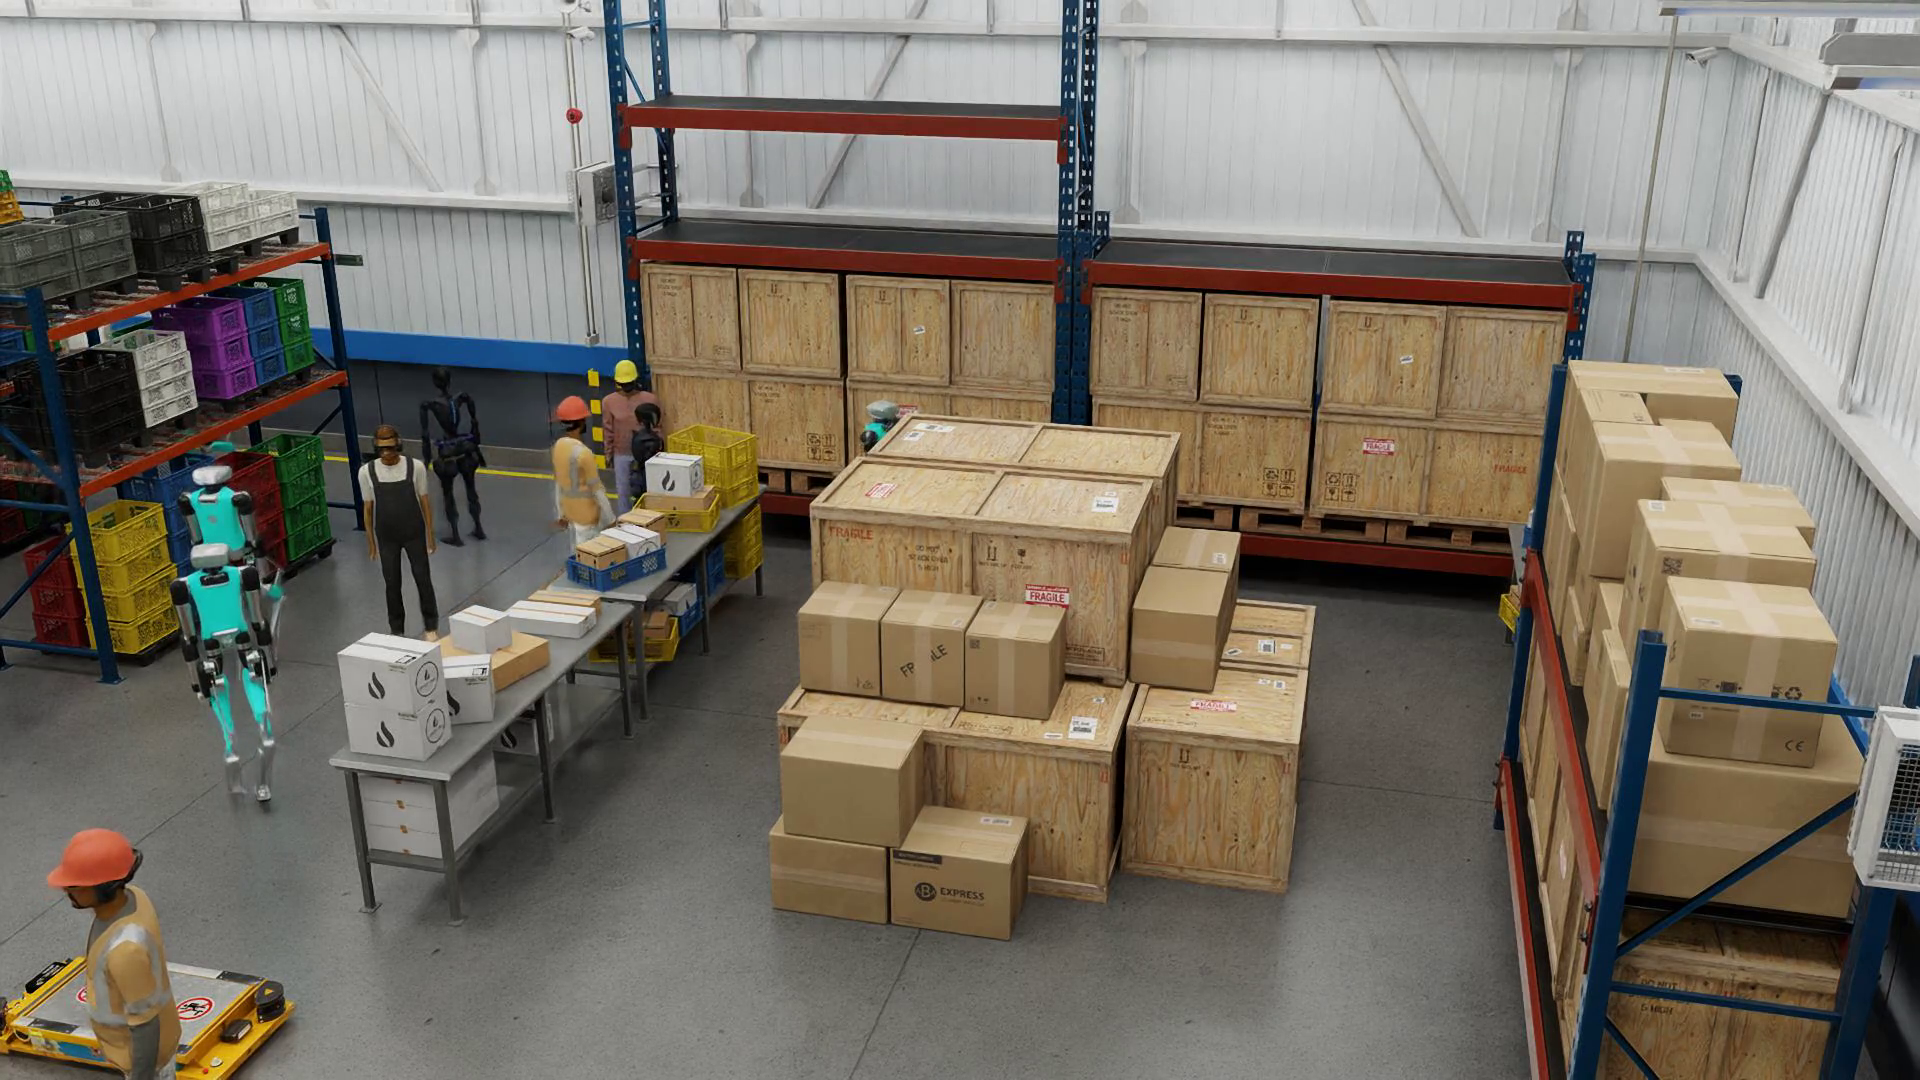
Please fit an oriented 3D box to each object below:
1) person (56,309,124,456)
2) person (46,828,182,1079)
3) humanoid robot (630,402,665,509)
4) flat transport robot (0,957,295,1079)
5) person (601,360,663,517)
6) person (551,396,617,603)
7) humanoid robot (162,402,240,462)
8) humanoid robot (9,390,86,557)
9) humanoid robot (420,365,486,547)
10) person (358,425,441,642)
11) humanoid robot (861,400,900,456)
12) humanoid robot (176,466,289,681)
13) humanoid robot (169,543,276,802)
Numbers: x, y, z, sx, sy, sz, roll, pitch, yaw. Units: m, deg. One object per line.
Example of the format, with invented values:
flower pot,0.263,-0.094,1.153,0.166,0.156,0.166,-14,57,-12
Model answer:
person,-9.133,-1.753,17.449,0.529,1.817,0.596,15,25,34
person,-3.482,2.119,7.016,0.366,2.048,0.606,-12,24,-28
humanoid robot,-2.631,-0.406,14.210,0.802,1.622,0.591,-5,22,-13
flat transport robot,-4.270,2.464,8.601,1.431,0.231,0.659,5,22,13
person,-2.941,-0.776,14.990,0.539,1.758,0.349,-2,21,-4
person,-3.038,-0.230,13.375,0.935,1.886,0.539,-13,25,-31
humanoid robot,-7.173,-1.013,15.634,0.543,1.733,1.024,7,22,17
humanoid robot,-7.871,-0.530,14.470,0.605,1.642,0.428,3,21,7
humanoid robot,-4.597,-0.769,15.080,0.604,1.658,0.310,-19,28,-41
person,-4.349,-0.024,12.921,0.505,1.837,0.332,-6,22,-16
humanoid robot,-0.438,-0.288,13.712,1.008,1.720,0.535,9,23,21
humanoid robot,-5.339,0.251,12.438,0.541,1.850,0.780,1,21,1
humanoid robot,-4.592,0.941,10.558,0.542,1.797,0.833,-11,24,-27
